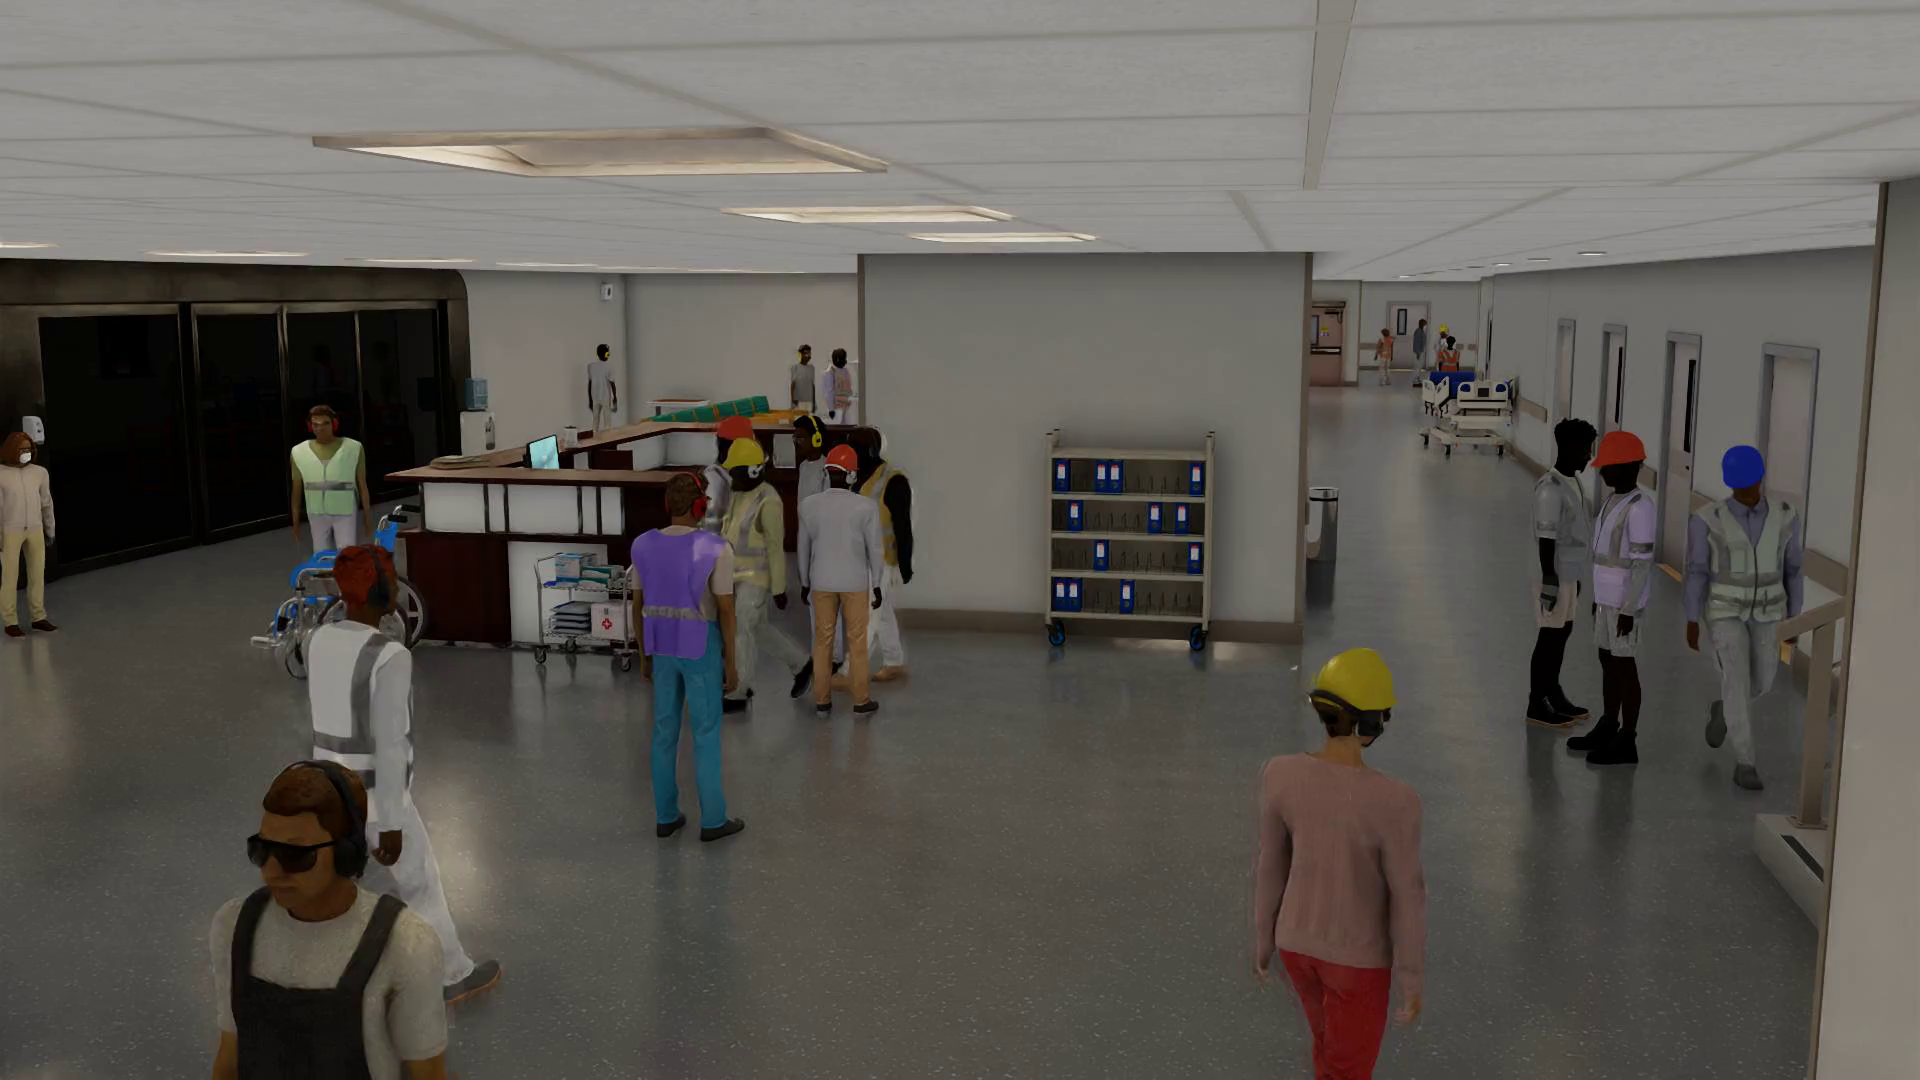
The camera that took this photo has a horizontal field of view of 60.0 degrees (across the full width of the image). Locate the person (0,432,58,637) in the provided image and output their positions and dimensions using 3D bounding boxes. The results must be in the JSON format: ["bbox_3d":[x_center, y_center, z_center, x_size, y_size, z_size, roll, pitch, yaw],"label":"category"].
[{"bbox_3d":[-7.430,-0.049,13.194,0.285,1.627,0.504,5,10,31],"label":"person"}]

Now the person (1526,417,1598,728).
[{"bbox_3d":[3.768,0.203,10.439,0.388,1.951,0.619,6,10,33],"label":"person"}]

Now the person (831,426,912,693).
[{"bbox_3d":[-0.704,0.135,11.376,0.920,1.799,0.646,-8,11,-41],"label":"person"}]

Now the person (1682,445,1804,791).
[{"bbox_3d":[4.380,0.395,9.367,0.647,1.899,0.798,1,9,4],"label":"person"}]

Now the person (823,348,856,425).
[{"bbox_3d":[-1.877,-2.073,25.944,0.461,1.825,0.658,4,10,26],"label":"person"}]

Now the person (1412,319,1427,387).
[{"bbox_3d":[12.900,-5.242,46.665,0.384,1.928,0.636,4,9,25],"label":"person"}]

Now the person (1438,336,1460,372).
[{"bbox_3d":[11.044,-3.765,37.601,0.532,1.697,0.322,-1,9,-9],"label":"person"}]

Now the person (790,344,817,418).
[{"bbox_3d":[-2.534,-2.227,26.873,0.443,1.857,0.538,8,12,42],"label":"person"}]

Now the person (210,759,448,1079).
[{"bbox_3d":[-1.269,1.316,3.448,0.522,1.831,0.704,3,9,16],"label":"person"}]

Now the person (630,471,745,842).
[{"bbox_3d":[-1.369,0.582,8.268,0.564,1.845,0.389,3,9,21],"label":"person"}]

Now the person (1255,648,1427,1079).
[{"bbox_3d":[1.034,1.172,4.717,0.811,1.740,0.534,-7,11,-41],"label":"person"}]

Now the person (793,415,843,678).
[{"bbox_3d":[-1.018,0.043,11.809,0.324,1.861,0.510,-6,10,-33],"label":"person"}]

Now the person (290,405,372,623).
[{"bbox_3d":[-5.030,-0.170,13.301,0.598,1.828,0.457,-1,9,-8],"label":"person"}]

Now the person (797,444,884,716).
[{"bbox_3d":[-0.761,0.257,10.723,0.574,1.749,0.337,2,9,11],"label":"person"}]

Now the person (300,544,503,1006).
[{"bbox_3d":[-2.187,0.925,6.067,0.593,1.831,1.023,6,10,33],"label":"person"}]

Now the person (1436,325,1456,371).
[{"bbox_3d":[12.663,-4.689,43.327,0.411,1.818,0.697,-5,10,-31],"label":"person"}]

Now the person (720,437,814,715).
[{"bbox_3d":[-1.287,0.218,10.844,0.793,1.798,0.575,-4,9,-25],"label":"person"}]

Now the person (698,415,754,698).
[{"bbox_3d":[-1.618,0.114,11.185,0.578,1.907,0.633,1,9,5],"label":"person"}]

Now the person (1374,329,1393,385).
[{"bbox_3d":[12.121,-5.227,47.535,0.534,1.627,0.419,-5,10,-30],"label":"person"}]

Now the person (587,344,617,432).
[{"bbox_3d":[-5.839,-2.268,27.144,0.526,1.861,0.321,2,9,16],"label":"person"}]

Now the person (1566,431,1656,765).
[{"bbox_3d":[3.793,0.331,9.634,0.361,1.935,0.544,0,9,1],"label":"person"}]
